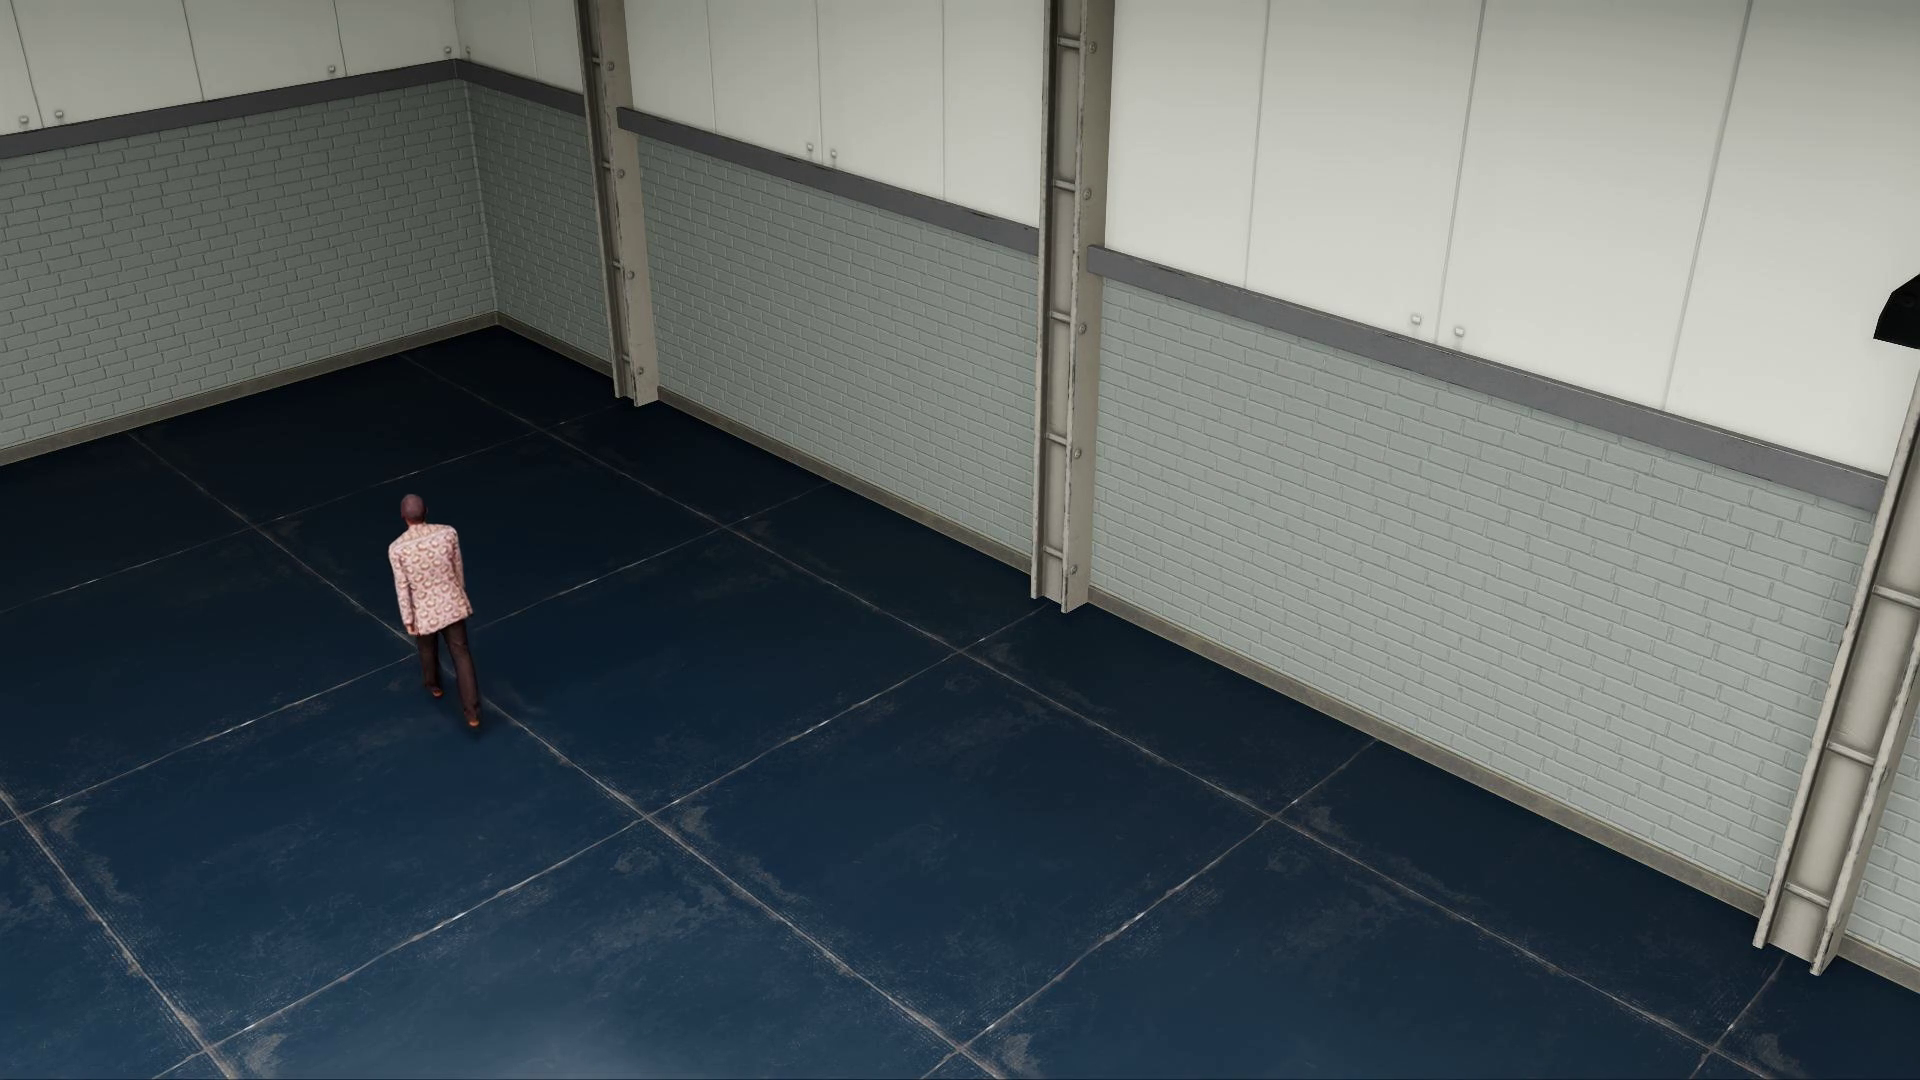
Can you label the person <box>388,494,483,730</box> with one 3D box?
[{"bbox_3d":[-3.688,0.540,11.861,0.909,1.767,1.259,-14,31,-25],"label":"person"}]
